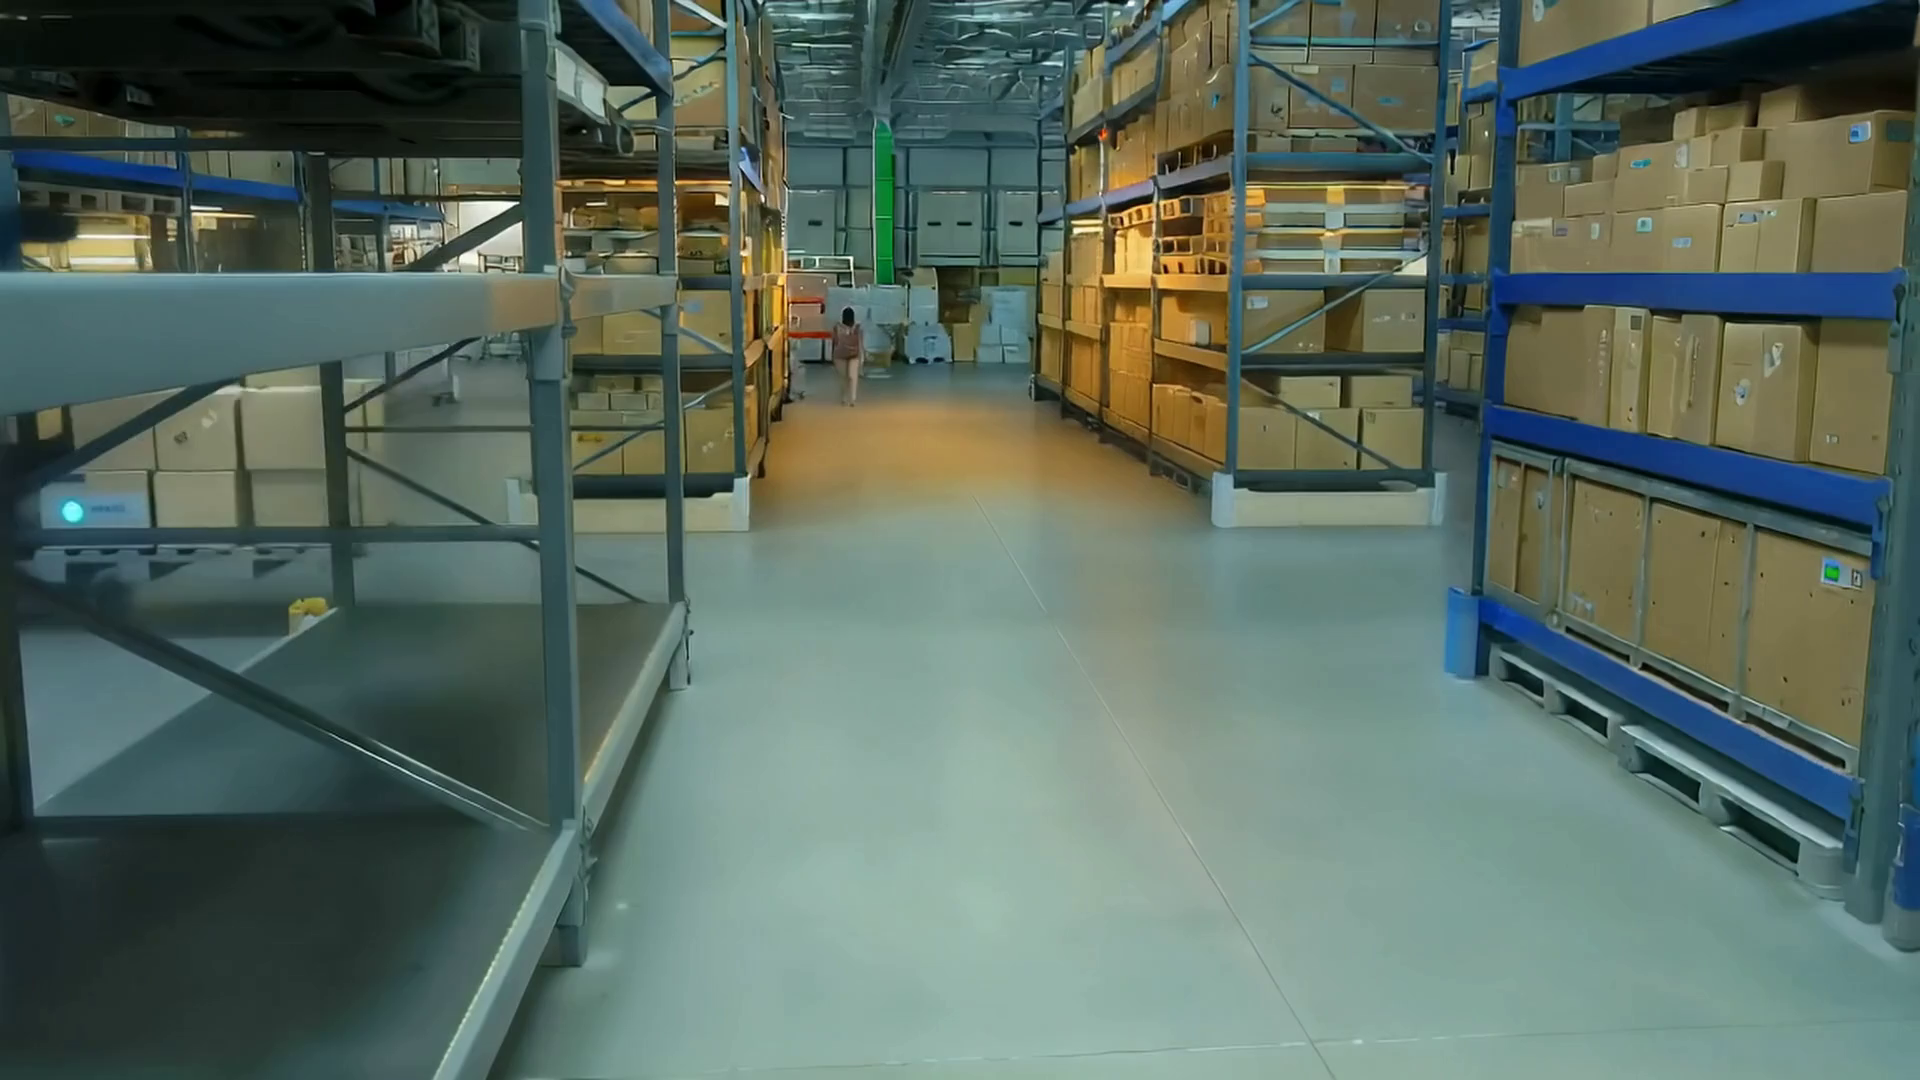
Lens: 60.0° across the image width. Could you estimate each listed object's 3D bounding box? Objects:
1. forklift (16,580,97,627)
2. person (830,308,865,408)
[{"bbox_3d":[-7.259,-0.846,11.441,1.873,2.768,1.129,-1,9,-5],"label":"forklift"},{"bbox_3d":[-2.044,-3.325,30.351,0.627,1.814,0.802,0,9,2],"label":"person"}]
